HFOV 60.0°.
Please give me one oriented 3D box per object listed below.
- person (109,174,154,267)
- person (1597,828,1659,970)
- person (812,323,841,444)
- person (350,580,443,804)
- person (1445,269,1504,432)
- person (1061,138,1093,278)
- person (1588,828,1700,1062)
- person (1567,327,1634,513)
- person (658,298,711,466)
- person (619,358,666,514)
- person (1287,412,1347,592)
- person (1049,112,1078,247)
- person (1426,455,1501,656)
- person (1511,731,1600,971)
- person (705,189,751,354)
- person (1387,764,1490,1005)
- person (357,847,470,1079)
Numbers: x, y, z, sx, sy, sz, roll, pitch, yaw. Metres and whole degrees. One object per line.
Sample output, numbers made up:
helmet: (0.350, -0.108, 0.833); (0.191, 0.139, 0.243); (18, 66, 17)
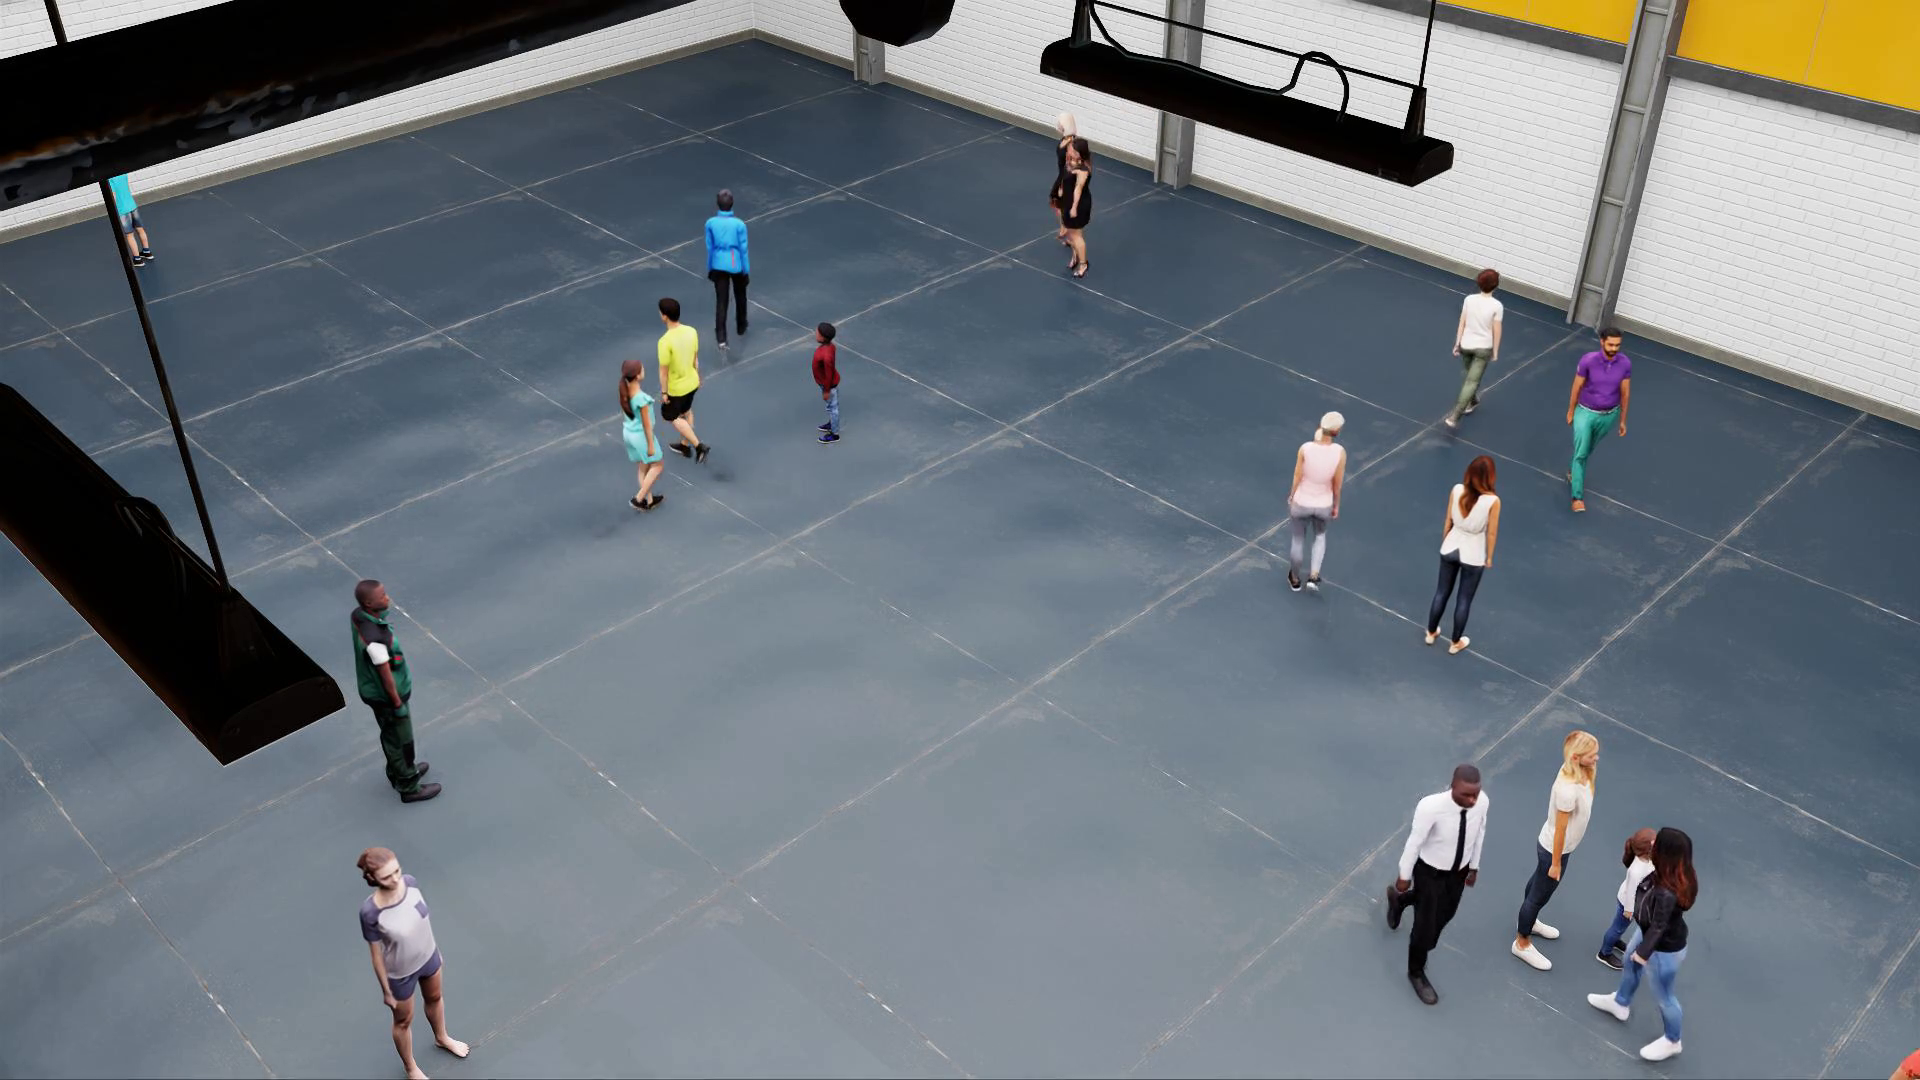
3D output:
person: (-9.917, -3.973, 19.734); (0.631, 1.448, 0.600); (7, 34, 10)
person: (4.308, 2.265, 10.654); (0.492, 1.112, 0.461); (22, 40, 30)
person: (-1.276, -1.561, 16.281); (0.643, 1.254, 0.583); (0, 34, 0)
person: (-4.068, 1.064, 11.803); (0.802, 1.839, 0.631); (-18, 38, -25)
person: (5.054, -1.846, 16.379); (1.084, 1.621, 0.729); (23, 40, 30)
person: (1.366, -3.920, 19.434); (0.813, 1.693, 0.778); (12, 36, 18)
person: (4.248, 2.428, 9.963); (0.911, 1.605, 0.783); (13, 36, 19)
person: (5.821, -1.193, 15.299); (1.089, 1.729, 1.131); (1, 34, 1)
person: (-2.591, -1.476, 15.761); (0.901, 1.689, 0.678); (24, 40, 31)
person: (-2.945, -0.910, 15.033); (0.630, 1.552, 0.635); (26, 42, 33)
person: (2.967, -0.252, 13.902); (0.786, 1.708, 0.838); (1, 34, 2)
person: (1.391, -4.310, 19.996); (0.817, 1.721, 0.751); (0, 34, 0)
person: (4.018, 0.114, 13.284); (0.481, 1.782, 0.648); (26, 41, 33)
person: (3.772, 1.924, 10.537); (0.605, 1.809, 0.648); (16, 37, 22)
person: (-2.488, -2.841, 17.744); (1.123, 1.766, 1.139); (2, 34, 3)
person: (2.957, 2.017, 10.396); (0.939, 1.811, 1.127); (-9, 35, -13)
person: (-3.235, 2.472, 9.750); (0.628, 1.767, 0.630); (19, 38, 26)
